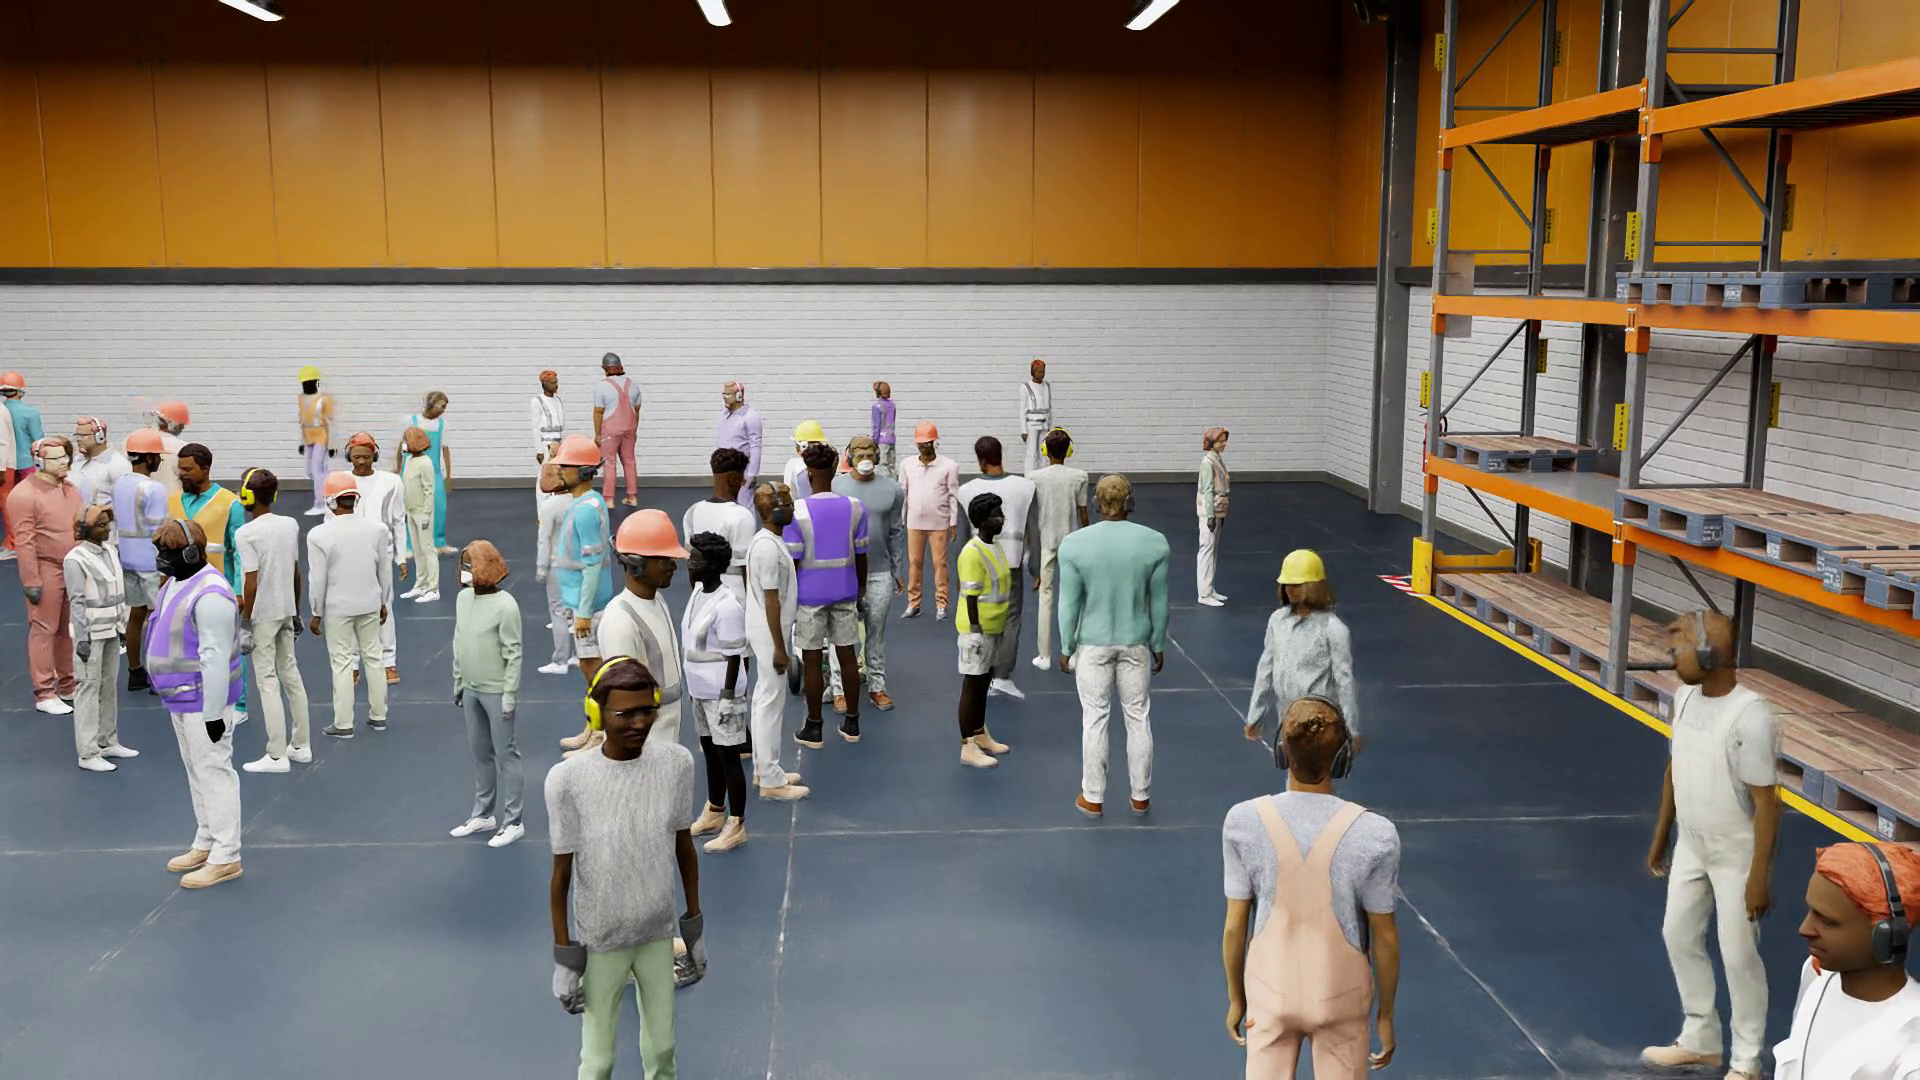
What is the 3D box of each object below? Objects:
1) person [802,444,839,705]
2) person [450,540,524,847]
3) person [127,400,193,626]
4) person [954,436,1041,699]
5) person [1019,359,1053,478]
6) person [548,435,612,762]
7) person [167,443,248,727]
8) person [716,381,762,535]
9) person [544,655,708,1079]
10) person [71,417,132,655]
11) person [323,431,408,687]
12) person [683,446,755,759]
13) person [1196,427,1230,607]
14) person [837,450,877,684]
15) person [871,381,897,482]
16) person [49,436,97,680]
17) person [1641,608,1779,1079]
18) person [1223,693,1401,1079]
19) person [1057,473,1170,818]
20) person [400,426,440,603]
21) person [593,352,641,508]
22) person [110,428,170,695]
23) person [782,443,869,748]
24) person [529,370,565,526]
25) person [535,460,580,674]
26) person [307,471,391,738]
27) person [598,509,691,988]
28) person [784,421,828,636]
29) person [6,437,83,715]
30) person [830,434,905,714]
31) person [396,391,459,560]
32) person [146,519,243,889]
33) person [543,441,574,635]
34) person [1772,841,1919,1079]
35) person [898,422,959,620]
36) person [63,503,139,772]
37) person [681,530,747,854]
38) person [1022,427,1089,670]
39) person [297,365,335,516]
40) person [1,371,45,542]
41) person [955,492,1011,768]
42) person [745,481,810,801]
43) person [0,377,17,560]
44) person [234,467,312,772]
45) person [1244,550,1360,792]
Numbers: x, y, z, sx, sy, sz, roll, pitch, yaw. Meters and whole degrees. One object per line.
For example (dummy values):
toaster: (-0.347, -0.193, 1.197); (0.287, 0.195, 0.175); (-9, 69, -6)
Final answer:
person: (-0.920, 0.235, 11.789); (0.386, 1.845, 0.567); (-2, 9, -11)
person: (-2.522, 0.808, 8.860); (0.499, 1.633, 0.285); (7, 11, 36)
person: (-6.946, -0.219, 14.370); (0.798, 1.959, 0.390); (-1, 9, -4)
person: (0.279, 0.207, 11.867); (0.624, 1.883, 0.555); (-1, 9, -7)
person: (1.057, -1.540, 22.846); (0.589, 1.878, 0.369); (-8, 12, -42)
person: (-2.345, 0.365, 10.342); (0.361, 2.047, 0.614); (-2, 9, -13)
person: (-5.029, 0.303, 11.139); (0.600, 1.917, 0.376); (3, 9, 18)
person: (-2.396, -0.740, 17.726); (0.653, 1.906, 0.408); (9, 12, 43)
person: (-1.043, 1.270, 5.259); (0.510, 1.862, 0.327); (-6, 11, -33)
person: (-6.872, -0.029, 13.262); (0.643, 1.908, 0.410); (4, 10, 23)
person: (-4.377, 0.139, 12.268); (0.573, 1.887, 0.355); (-3, 10, -19)
person: (-1.460, 0.392, 10.454); (0.600, 1.959, 0.382); (8, 12, 41)
person: (2.322, -0.218, 15.295); (0.307, 1.637, 0.513); (3, 9, 16)
person: (-0.746, 0.193, 12.349); (0.321, 1.750, 0.559); (-1, 9, -4)
person: (-1.003, -1.270, 21.887); (0.315, 1.640, 0.514); (5, 10, 27)
person: (-6.667, 0.135, 12.464); (0.357, 1.836, 0.511); (3, 9, 16)
person: (2.785, 1.153, 6.105); (0.402, 1.821, 0.584); (-2, 9, -14)
person: (1.006, 1.347, 4.815); (0.508, 1.846, 0.345); (3, 10, 18)
person: (0.849, 0.593, 9.272); (0.629, 1.934, 0.376); (-1, 9, -4)
person: (-5.032, -0.242, 15.450); (0.286, 1.633, 0.499); (-8, 12, -42)
person: (-4.520, -1.444, 21.724); (0.683, 2.000, 0.535); (-9, 13, -44)
person: (-5.862, 0.157, 12.040); (0.539, 1.929, 0.384); (6, 11, 32)
person: (-0.878, 0.352, 10.701); (0.611, 1.957, 0.396); (-5, 10, -28)
person: (-4.947, -1.105, 20.096); (0.356, 1.883, 0.572); (3, 10, 19)
person: (-3.033, 0.202, 12.686); (0.281, 1.629, 0.504); (4, 10, 25)
person: (-4.019, 0.419, 10.933); (0.335, 1.749, 0.565); (8, 12, 40)
person: (-1.323, 0.880, 7.133); (0.381, 2.042, 0.607); (0, 9, 1)
person: (-1.250, -0.071, 13.764); (0.403, 1.831, 0.588); (-3, 10, -19)
person: (-6.270, 0.239, 11.573); (0.406, 1.911, 0.636); (1, 9, 6)
person: (-0.675, 0.230, 11.531); (0.627, 1.941, 0.371); (-3, 10, -20)
person: (-5.736, -0.681, 17.716); (0.649, 1.805, 0.336); (-5, 10, -29)
person: (-3.808, 0.800, 8.301); (0.429, 1.837, 0.624); (-7, 12, -39)
person: (-3.327, -0.023, 14.061); (0.311, 1.638, 0.523); (-7, 11, -38)
person: (1.886, 1.539, 3.524); (0.352, 1.878, 0.568); (1, 9, 8)
person: (-0.288, -0.167, 14.603); (0.573, 1.749, 0.332); (2, 9, 14)
person: (-5.293, 0.588, 10.220); (0.312, 1.639, 0.520); (0, 9, -1)
person: (-1.297, 0.791, 8.765); (0.319, 1.697, 0.533); (-5, 10, -30)
person: (0.740, 0.067, 12.770); (0.520, 1.873, 0.328); (-1, 9, -4)
person: (-8.086, -1.274, 21.081); (0.586, 1.904, 0.635); (6, 11, 34)
person: (-10.114, -0.811, 17.897); (0.608, 1.993, 0.375); (0, 9, 1)
person: (0.148, 0.544, 10.313); (0.321, 1.697, 0.529); (3, 10, 18)
person: (-1.073, 0.579, 9.634); (0.344, 1.847, 0.507); (-2, 9, -11)
person: (-10.252, -0.788, 17.745); (0.384, 1.996, 0.610); (-5, 10, -29)
person: (-4.216, 0.486, 10.144); (0.310, 1.869, 0.531); (3, 9, 17)
person: (1.630, 0.893, 8.113); (0.887, 1.698, 0.525); (-6, 11, -34)
